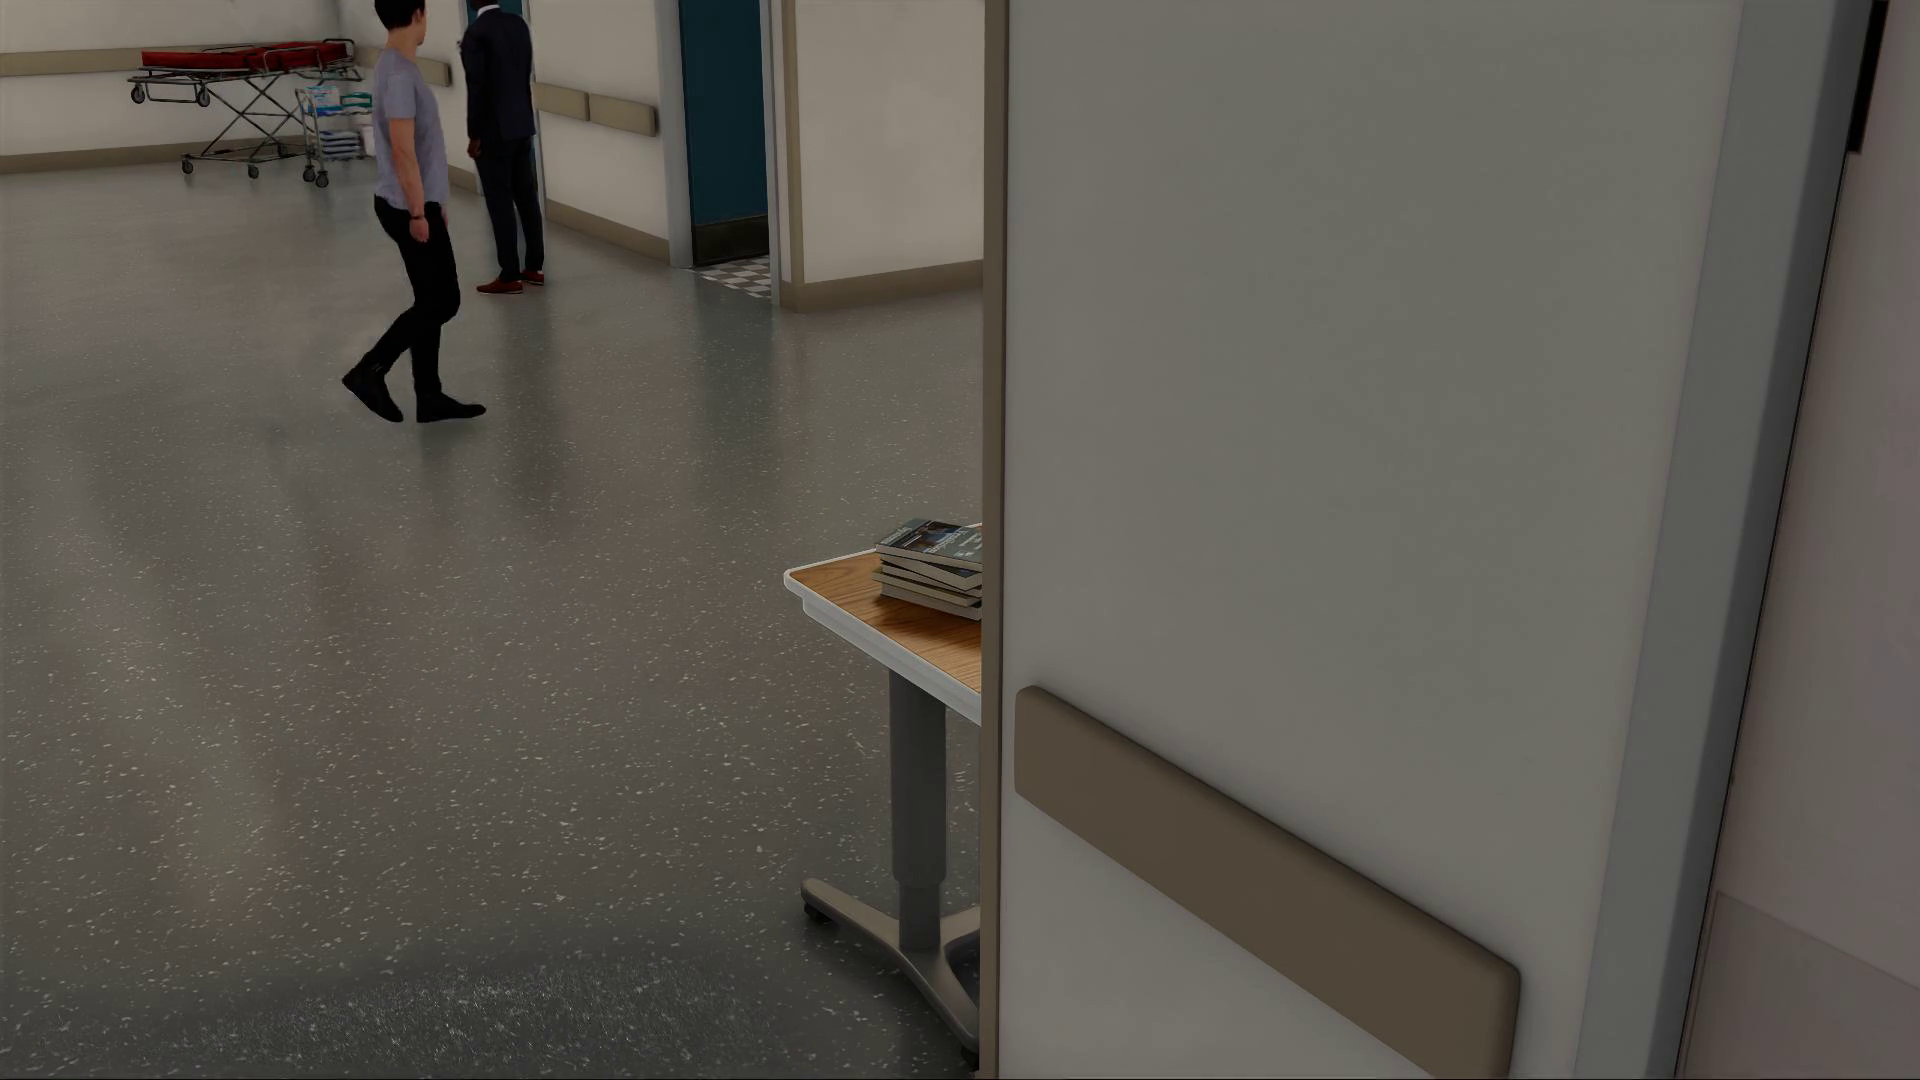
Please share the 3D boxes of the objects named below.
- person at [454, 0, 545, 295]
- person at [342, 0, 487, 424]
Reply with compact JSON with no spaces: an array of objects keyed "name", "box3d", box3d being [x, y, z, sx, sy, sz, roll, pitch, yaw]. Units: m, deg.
[{"name":"person","box3d":[-2.666,-2.367,9.675,0.779,1.823,0.787,9,23,23]},{"name":"person","box3d":[-2.412,-1.386,7.077,0.897,1.829,0.853,-4,21,-11]}]
